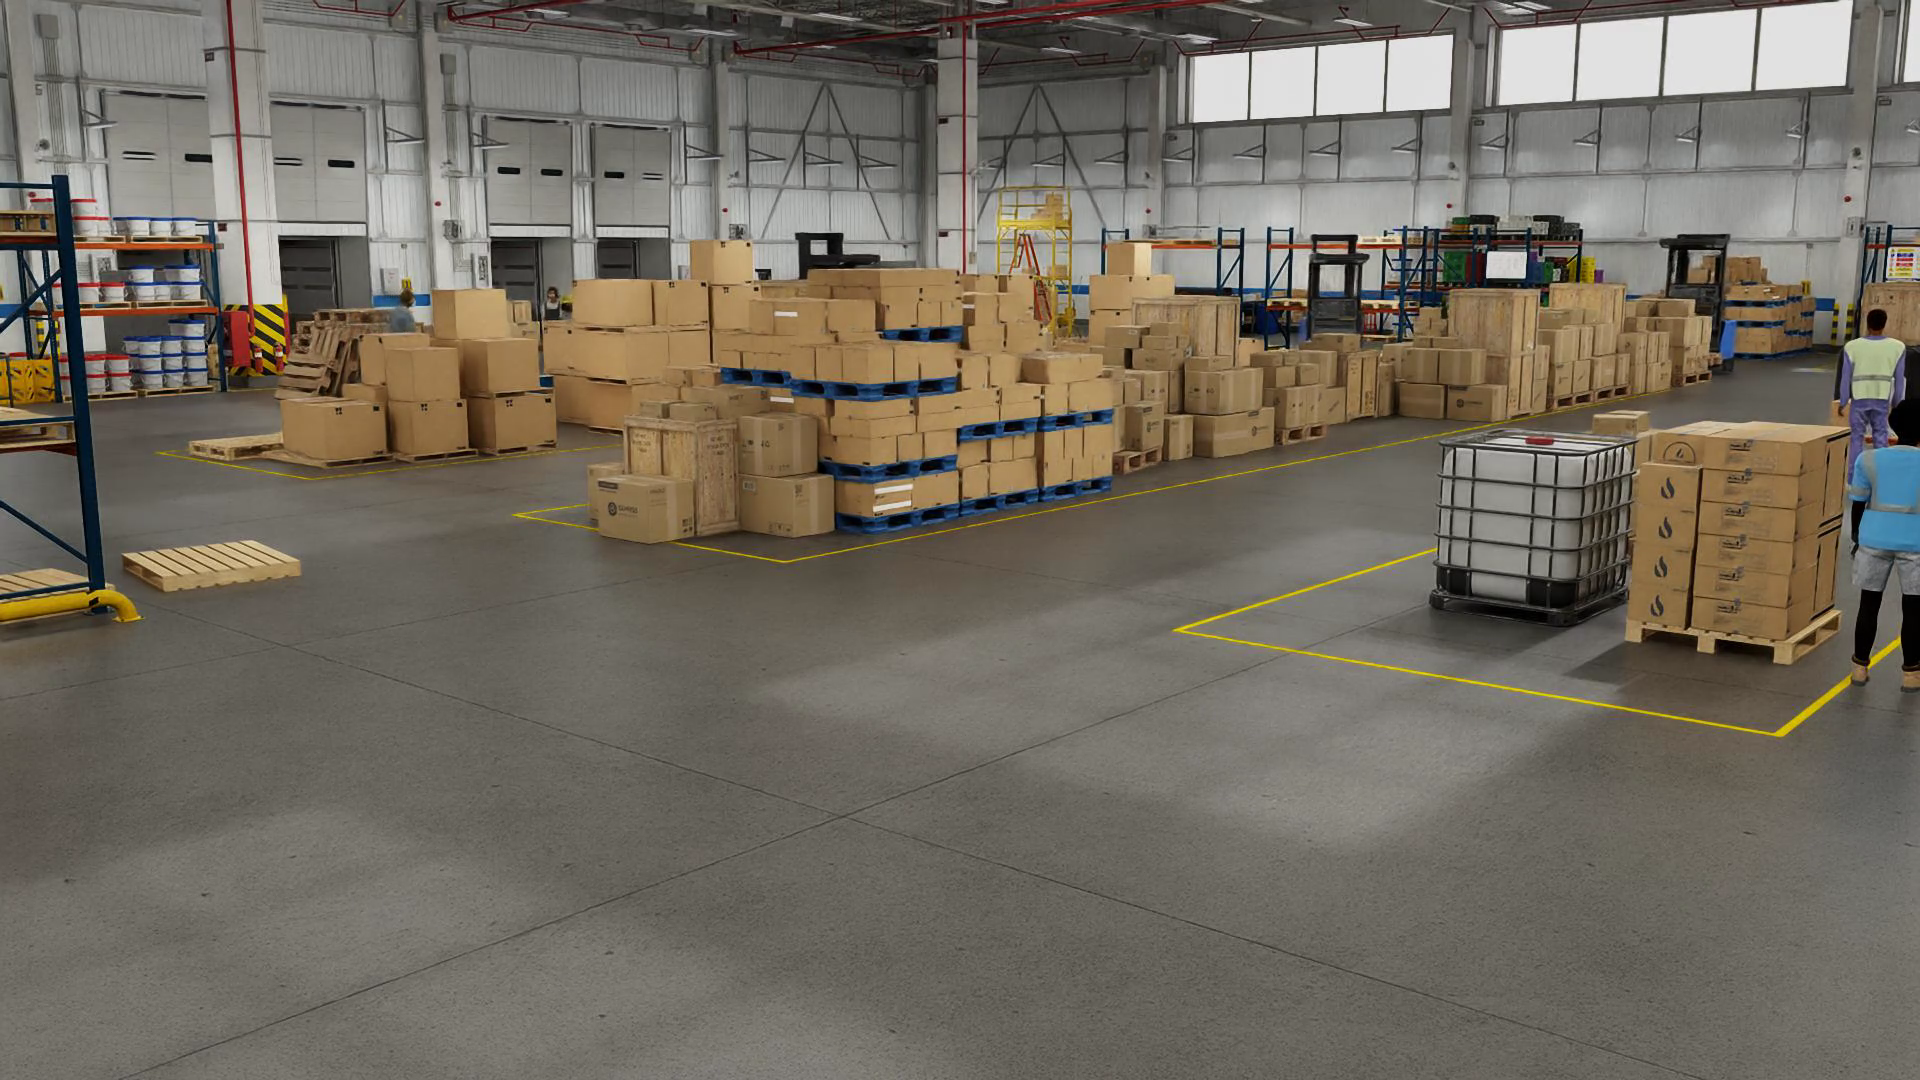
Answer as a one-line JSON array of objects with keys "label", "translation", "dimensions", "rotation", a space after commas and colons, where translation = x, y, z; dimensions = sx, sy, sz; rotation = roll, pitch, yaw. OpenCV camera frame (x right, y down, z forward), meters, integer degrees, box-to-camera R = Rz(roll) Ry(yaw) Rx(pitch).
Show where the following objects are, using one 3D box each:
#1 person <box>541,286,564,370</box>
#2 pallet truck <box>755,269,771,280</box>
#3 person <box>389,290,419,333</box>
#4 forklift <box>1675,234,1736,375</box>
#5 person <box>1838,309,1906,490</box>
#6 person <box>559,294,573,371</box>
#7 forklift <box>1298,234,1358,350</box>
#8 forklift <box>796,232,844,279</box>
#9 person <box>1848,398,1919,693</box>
[{"label": "person", "translation": [-7.926, -4.067, 32.609], "dimensions": [0.520, 1.812, 0.937], "rotation": [0, 10, 0]}, {"label": "pallet truck", "translation": [-4.996, -6.432, 45.525], "dimensions": [1.885, 1.965, 0.823], "rotation": [-6, 12, -32]}, {"label": "person", "translation": [-8.814, -3.040, 26.549], "dimensions": [1.020, 1.877, 0.665], "rotation": [-7, 12, -34]}, {"label": "forklift", "translation": [14.882, -4.762, 33.505], "dimensions": [1.129, 2.768, 1.873], "rotation": [8, 13, 40]}, {"label": "person", "translation": [9.561, -1.462, 17.459], "dimensions": [0.597, 1.914, 0.372], "rotation": [3, 11, 19]}, {"label": "person", "translation": [-6.961, -3.502, 29.610], "dimensions": [0.490, 1.734, 0.353], "rotation": [5, 11, 25]}, {"label": "forklift", "translation": [7.711, -4.947, 34.559], "dimensions": [1.129, 2.768, 1.873], "rotation": [0, 10, 1]}, {"label": "forklift", "translation": [-2.569, -4.256, 30.626], "dimensions": [1.873, 2.768, 1.129], "rotation": [8, 13, 40]}, {"label": "person", "translation": [5.410, 0.030, 9.595], "dimensions": [0.540, 1.692, 0.317], "rotation": [8, 13, 39]}]
